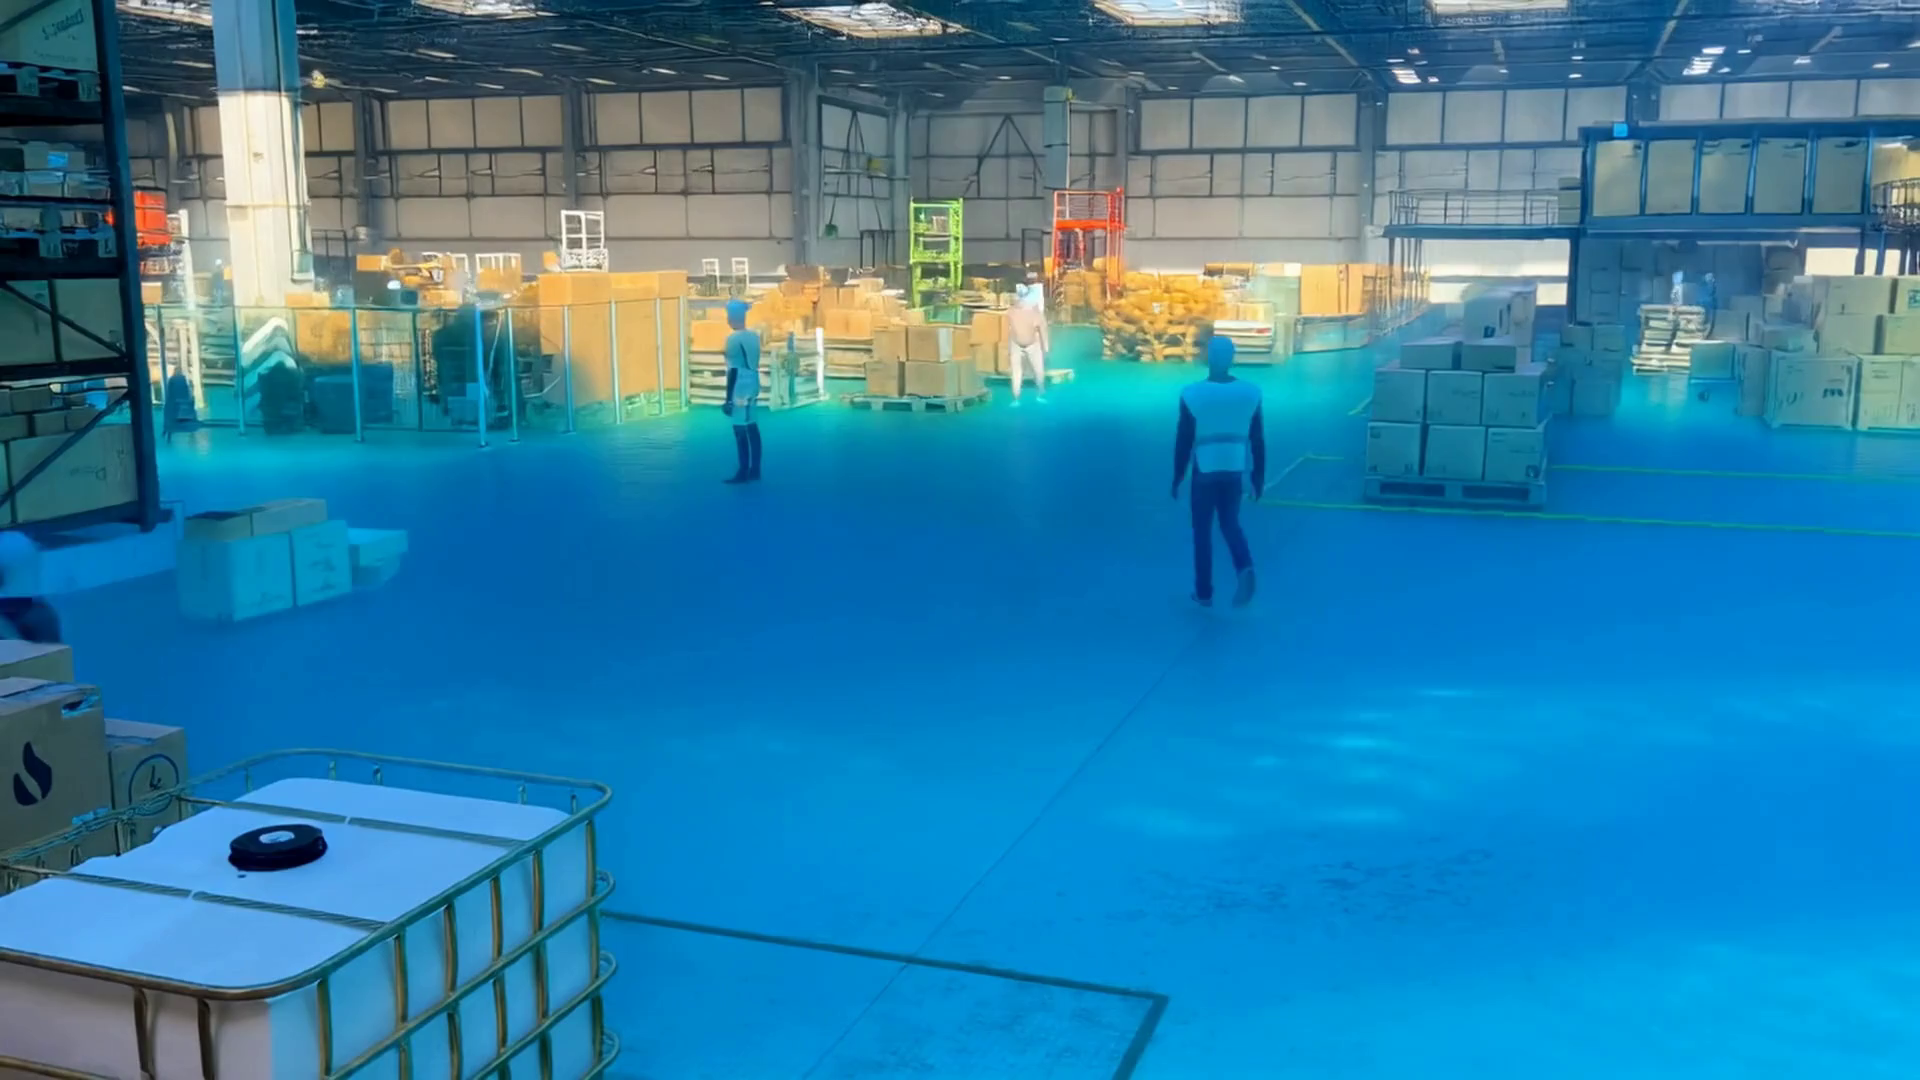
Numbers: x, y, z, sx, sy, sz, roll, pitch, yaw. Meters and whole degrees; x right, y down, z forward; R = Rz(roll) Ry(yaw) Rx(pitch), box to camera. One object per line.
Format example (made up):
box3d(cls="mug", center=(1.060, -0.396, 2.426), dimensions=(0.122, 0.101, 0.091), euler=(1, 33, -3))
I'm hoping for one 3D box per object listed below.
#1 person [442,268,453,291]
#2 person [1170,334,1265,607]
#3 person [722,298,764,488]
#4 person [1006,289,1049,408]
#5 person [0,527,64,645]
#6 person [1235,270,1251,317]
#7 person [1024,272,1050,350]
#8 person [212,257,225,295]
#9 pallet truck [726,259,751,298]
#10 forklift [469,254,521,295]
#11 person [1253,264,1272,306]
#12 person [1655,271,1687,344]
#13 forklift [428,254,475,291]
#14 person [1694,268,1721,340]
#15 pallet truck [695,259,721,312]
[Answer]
box3d(cls="person", center=(-18.060, -8.760, 58.589), dimensions=(0.359, 1.758, 0.541), euler=(-1, 10, -8))
box3d(cls="person", center=(1.794, -0.450, 11.385), dimensions=(0.623, 1.898, 0.540), euler=(-2, 10, -13))
box3d(cls="person", center=(-2.265, -1.522, 17.238), dimensions=(0.376, 1.959, 0.603), euler=(4, 11, 24))
box3d(cls="person", center=(1.073, -3.005, 25.982), dimensions=(0.682, 1.841, 1.048), euler=(2, 10, 10))
box3d(cls="person", center=(-3.039, 0.743, 5.473), dimensions=(0.808, 1.606, 0.523), euler=(-2, 10, -9))
box3d(cls="person", center=(8.667, -7.400, 50.957), dimensions=(0.505, 1.730, 0.353), euler=(2, 10, 13))
box3d(cls="person", center=(1.796, -5.382, 39.242), dimensions=(1.016, 1.869, 0.669), euler=(-8, 13, -39))
box3d(cls="person", center=(-30.348, -10.581, 68.155), dimensions=(0.619, 1.992, 0.396), euler=(6, 12, 29))
box3d(cls="pallet truck", center=(-7.986, -9.493, 62.019), dimensions=(0.823, 1.965, 1.885), euler=(3, 11, 17))
box3d(cls="forklift", center=(-17.990, -10.121, 64.684), dimensions=(1.157, 1.987, 2.680), euler=(3, 11, 17))
box3d(cls="person", center=(8.820, -7.037, 48.378), dimensions=(0.698, 1.934, 0.636), euler=(-3, 10, -15))
box3d(cls="person", center=(17.709, -5.748, 41.342), dimensions=(0.944, 1.842, 0.607), euler=(0, 10, 3))
box3d(cls="forklift", center=(-20.133, -10.254, 65.465), dimensions=(1.157, 1.987, 2.680), euler=(3, 11, 19))
box3d(cls="person", center=(17.925, -5.544, 39.932), dimensions=(0.552, 1.942, 0.342), euler=(7, 12, 36))
box3d(cls="pallet truck", center=(-9.165, -9.627, 62.776), dimensions=(0.823, 1.965, 1.885), euler=(4, 11, 23))
